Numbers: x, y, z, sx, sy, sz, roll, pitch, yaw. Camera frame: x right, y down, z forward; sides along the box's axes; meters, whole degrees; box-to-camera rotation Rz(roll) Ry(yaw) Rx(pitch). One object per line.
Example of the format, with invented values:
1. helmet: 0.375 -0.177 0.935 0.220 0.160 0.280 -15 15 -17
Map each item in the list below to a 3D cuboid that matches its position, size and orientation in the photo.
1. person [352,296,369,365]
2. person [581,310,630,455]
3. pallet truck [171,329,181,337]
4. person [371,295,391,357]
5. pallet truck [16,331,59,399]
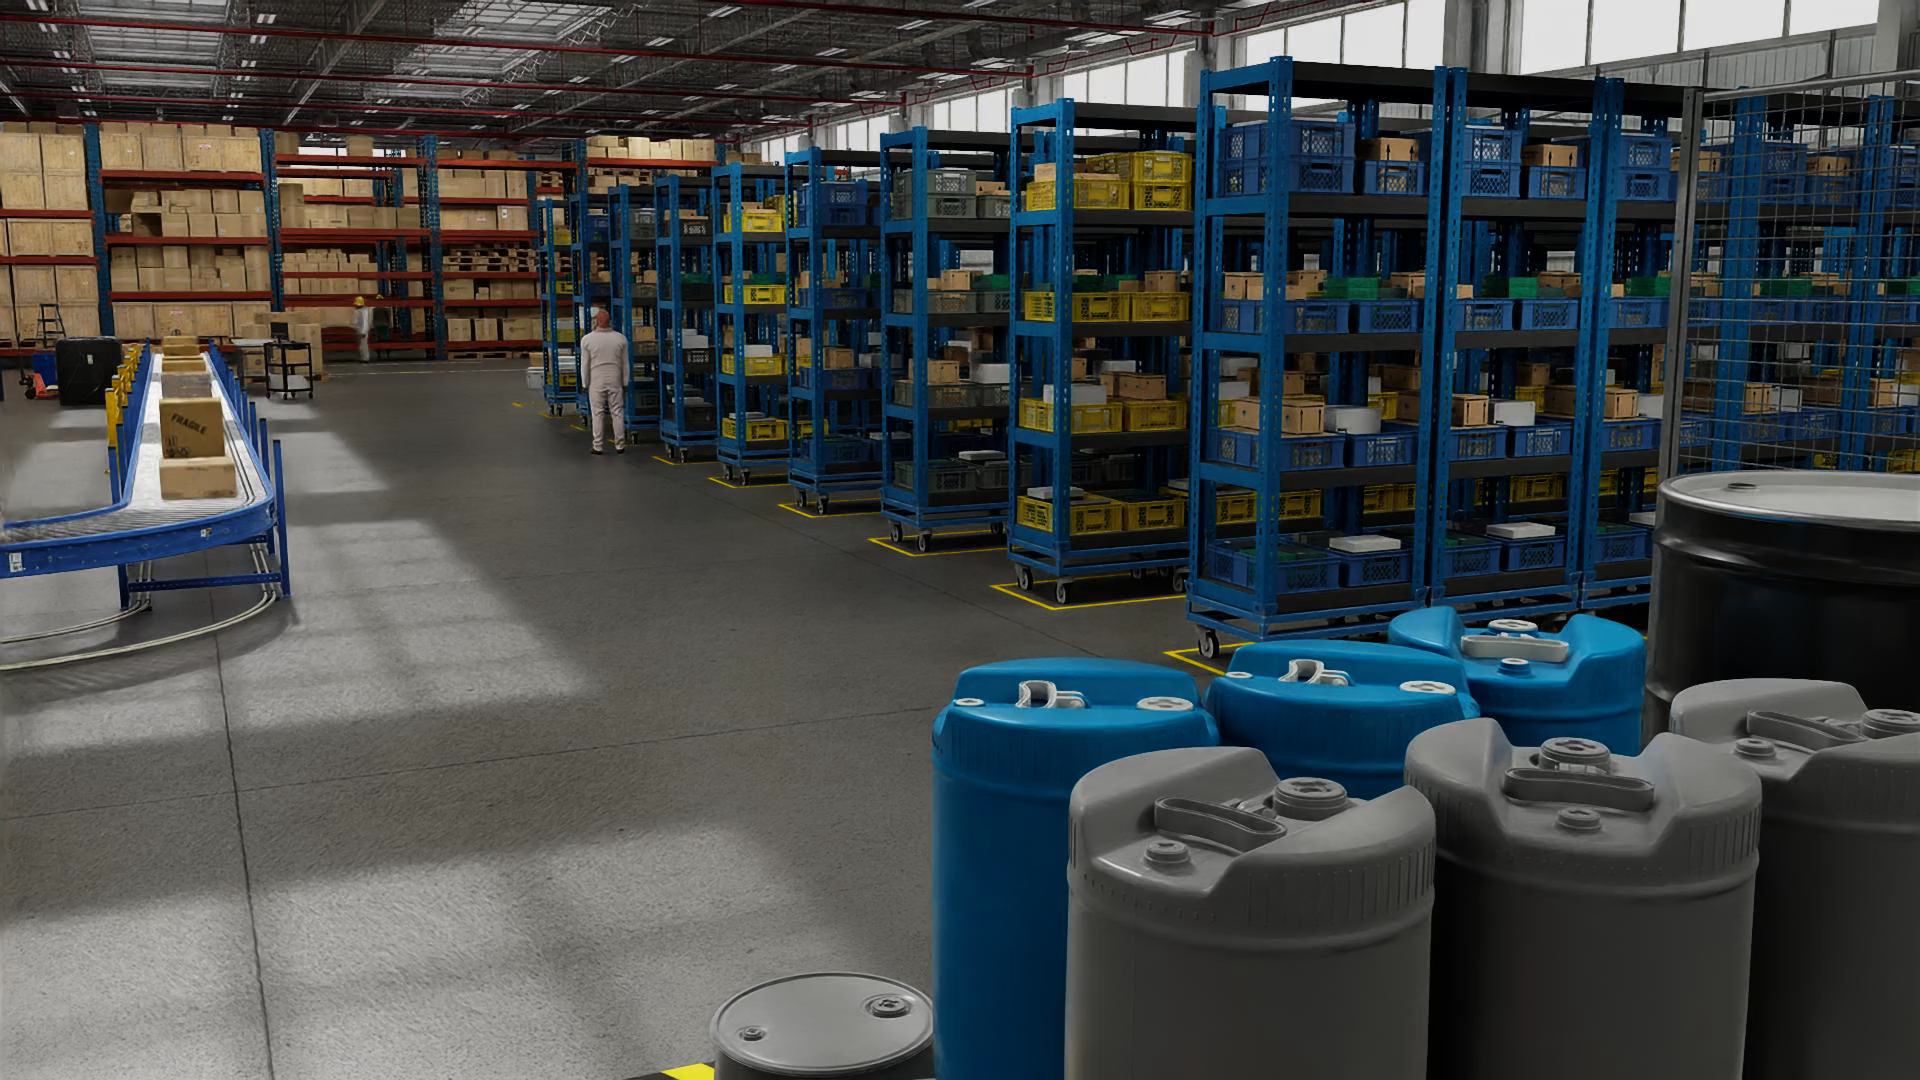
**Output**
1. person: -15.645 -5.465 43.399 0.450 1.782 0.716 -9 12 -43
2. person: -4.698 -2.079 21.999 0.654 1.906 0.406 -4 10 -25
3. pallet truck: -17.275 -3.851 35.096 1.601 1.201 0.680 0 9 1
4. person: -16.366 -6.041 47.018 0.534 1.765 0.323 -4 10 -25
5. pallet truck: -17.082 -3.353 31.781 1.630 1.274 0.653 -4 10 -25
